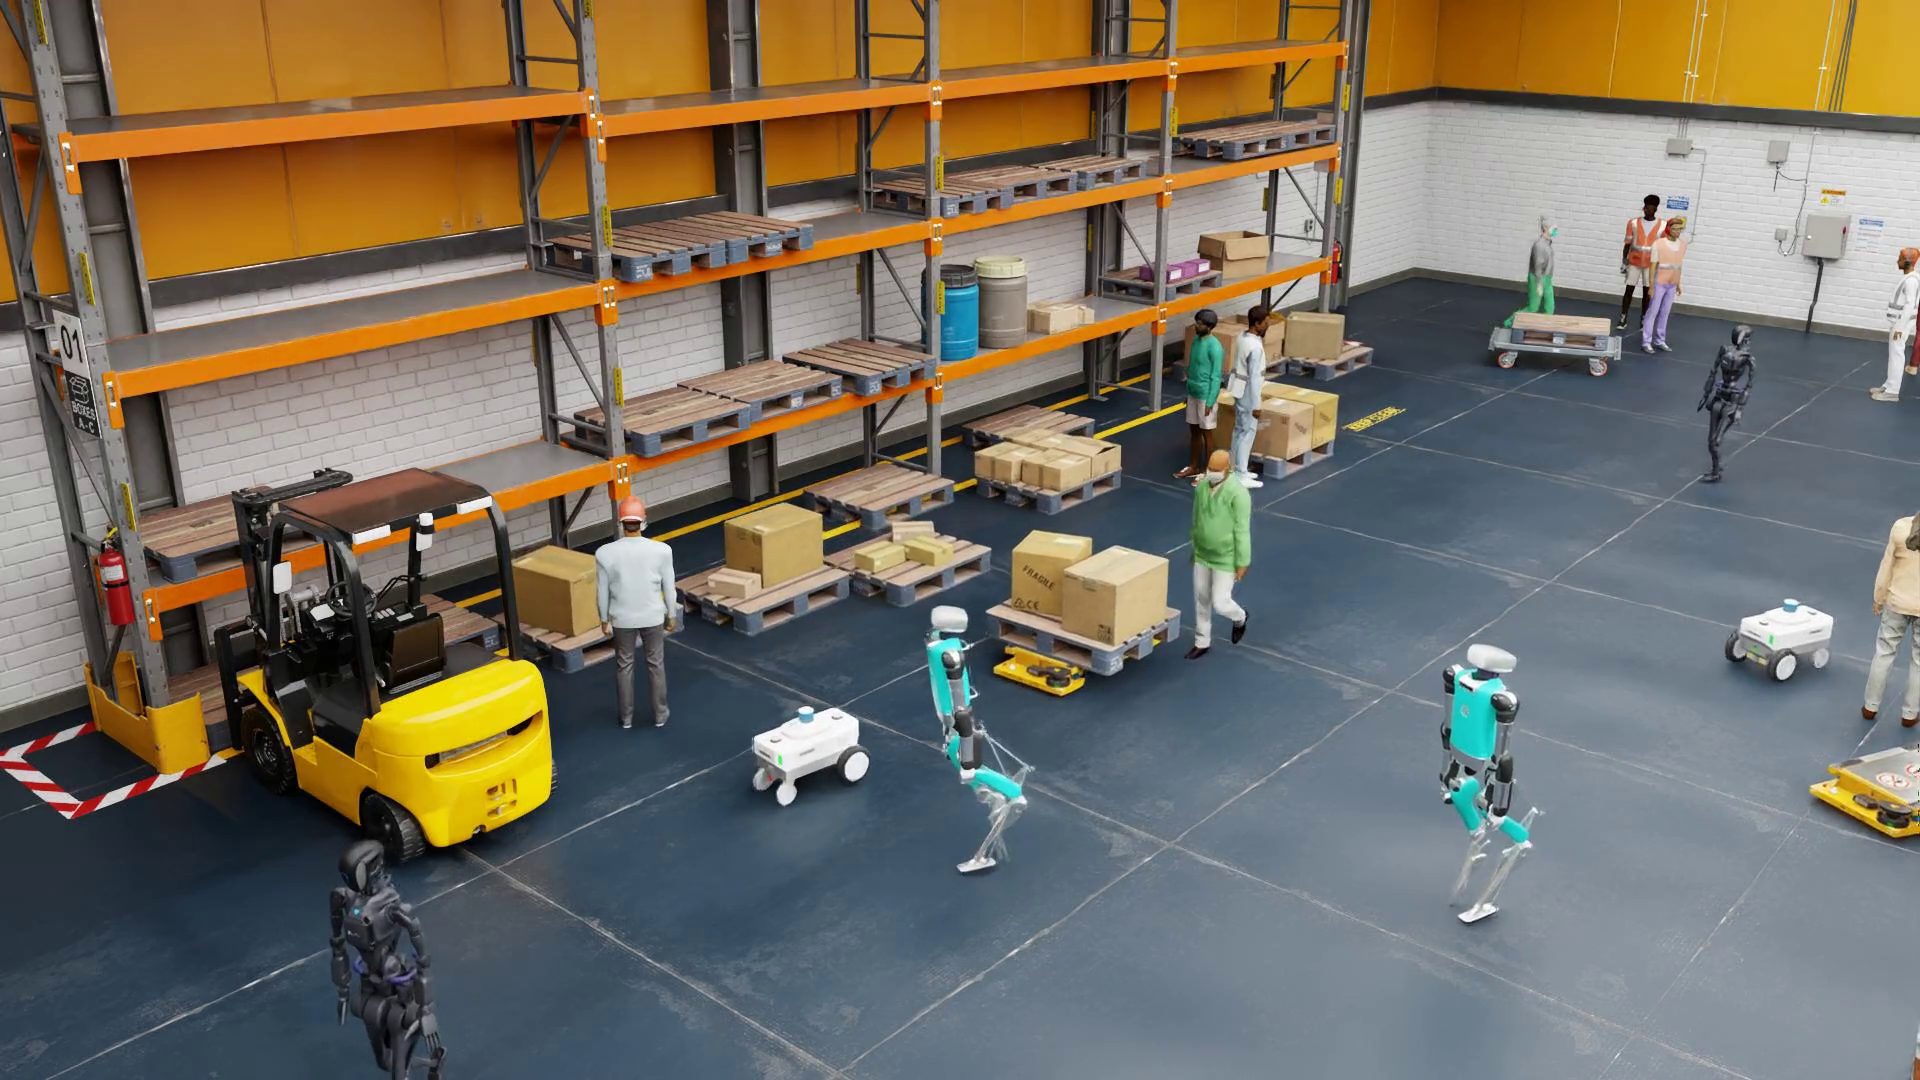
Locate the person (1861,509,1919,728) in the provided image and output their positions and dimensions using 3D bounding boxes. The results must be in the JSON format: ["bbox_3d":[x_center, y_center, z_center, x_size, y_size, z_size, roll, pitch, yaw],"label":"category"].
[{"bbox_3d":[6.897,0.465,11.992,0.563,1.868,0.394,12,23,29],"label":"person"}]

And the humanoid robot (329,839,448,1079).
[{"bbox_3d":[-2.641,2.109,7.839,0.607,1.637,0.657,8,22,21],"label":"humanoid robot"}]

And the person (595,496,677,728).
[{"bbox_3d":[-2.325,0.523,12.008,0.571,1.740,0.352,-4,21,-10],"label":"person"}]

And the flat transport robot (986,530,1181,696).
[{"bbox_3d":[0.973,0.856,13.233,0.659,0.231,1.431,16,26,37],"label":"flat transport robot"}]

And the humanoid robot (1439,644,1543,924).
[{"bbox_3d":[3.102,1.427,9.592,0.685,1.826,0.534,-9,22,-23],"label":"humanoid robot"}]

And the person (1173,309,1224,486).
[{"bbox_3d":[2.529,-1.496,17.319,0.397,1.853,0.494,-10,22,-24],"label":"person"}]

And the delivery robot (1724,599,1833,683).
[{"bbox_3d":[6.465,0.772,13.072,0.813,0.612,0.499,-9,22,-22],"label":"delivery robot"}]

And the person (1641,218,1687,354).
[{"bbox_3d":[9.604,-3.476,22.692,0.565,1.846,0.390,-8,22,-22],"label":"person"}]

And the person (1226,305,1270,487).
[{"bbox_3d":[2.975,-1.488,17.220,0.403,1.910,0.597,-2,20,-5],"label":"person"}]

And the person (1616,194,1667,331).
[{"bbox_3d":[9.828,-3.988,23.912,0.607,1.962,0.368,9,22,23],"label":"person"}]

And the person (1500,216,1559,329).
[{"bbox_3d":[8.011,-3.605,23.092,0.770,1.812,0.515,17,26,38],"label":"person"}]

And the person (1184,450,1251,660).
[{"bbox_3d":[2.061,0.107,13.097,0.510,1.762,0.575,-18,27,-40],"label":"person"}]

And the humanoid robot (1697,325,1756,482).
[{"bbox_3d":[7.969,-1.447,17.433,0.486,1.641,0.600,-7,21,-19],"label":"humanoid robot"}]

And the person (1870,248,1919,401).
[{"bbox_3d":[11.515,-2.644,20.383,0.338,1.881,0.580,9,22,24],"label":"person"}]

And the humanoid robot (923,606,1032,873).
[{"bbox_3d":[0.155,1.286,10.107,0.747,1.910,0.558,-5,21,-14],"label":"humanoid robot"}]

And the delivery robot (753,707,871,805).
[{"bbox_3d":[-1.024,1.417,11.295,0.783,0.592,0.499,-17,26,-39],"label":"delivery robot"}]

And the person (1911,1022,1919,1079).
[{"bbox_3d":[5.076,1.857,8.114,0.630,1.936,0.360,5,21,13],"label":"person"}]

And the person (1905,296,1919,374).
[{"bbox_3d":[12.606,-3.004,21.526,0.466,1.768,0.376,7,21,19],"label":"person"}]

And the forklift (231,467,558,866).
[{"bbox_3d":[-3.730,0.710,10.856,2.313,2.155,1.214,17,26,38],"label":"forklift"}]

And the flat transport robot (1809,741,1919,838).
[{"bbox_3d":[6.478,1.635,11.120,1.431,0.231,0.659,-9,22,-22],"label":"flat transport robot"}]
